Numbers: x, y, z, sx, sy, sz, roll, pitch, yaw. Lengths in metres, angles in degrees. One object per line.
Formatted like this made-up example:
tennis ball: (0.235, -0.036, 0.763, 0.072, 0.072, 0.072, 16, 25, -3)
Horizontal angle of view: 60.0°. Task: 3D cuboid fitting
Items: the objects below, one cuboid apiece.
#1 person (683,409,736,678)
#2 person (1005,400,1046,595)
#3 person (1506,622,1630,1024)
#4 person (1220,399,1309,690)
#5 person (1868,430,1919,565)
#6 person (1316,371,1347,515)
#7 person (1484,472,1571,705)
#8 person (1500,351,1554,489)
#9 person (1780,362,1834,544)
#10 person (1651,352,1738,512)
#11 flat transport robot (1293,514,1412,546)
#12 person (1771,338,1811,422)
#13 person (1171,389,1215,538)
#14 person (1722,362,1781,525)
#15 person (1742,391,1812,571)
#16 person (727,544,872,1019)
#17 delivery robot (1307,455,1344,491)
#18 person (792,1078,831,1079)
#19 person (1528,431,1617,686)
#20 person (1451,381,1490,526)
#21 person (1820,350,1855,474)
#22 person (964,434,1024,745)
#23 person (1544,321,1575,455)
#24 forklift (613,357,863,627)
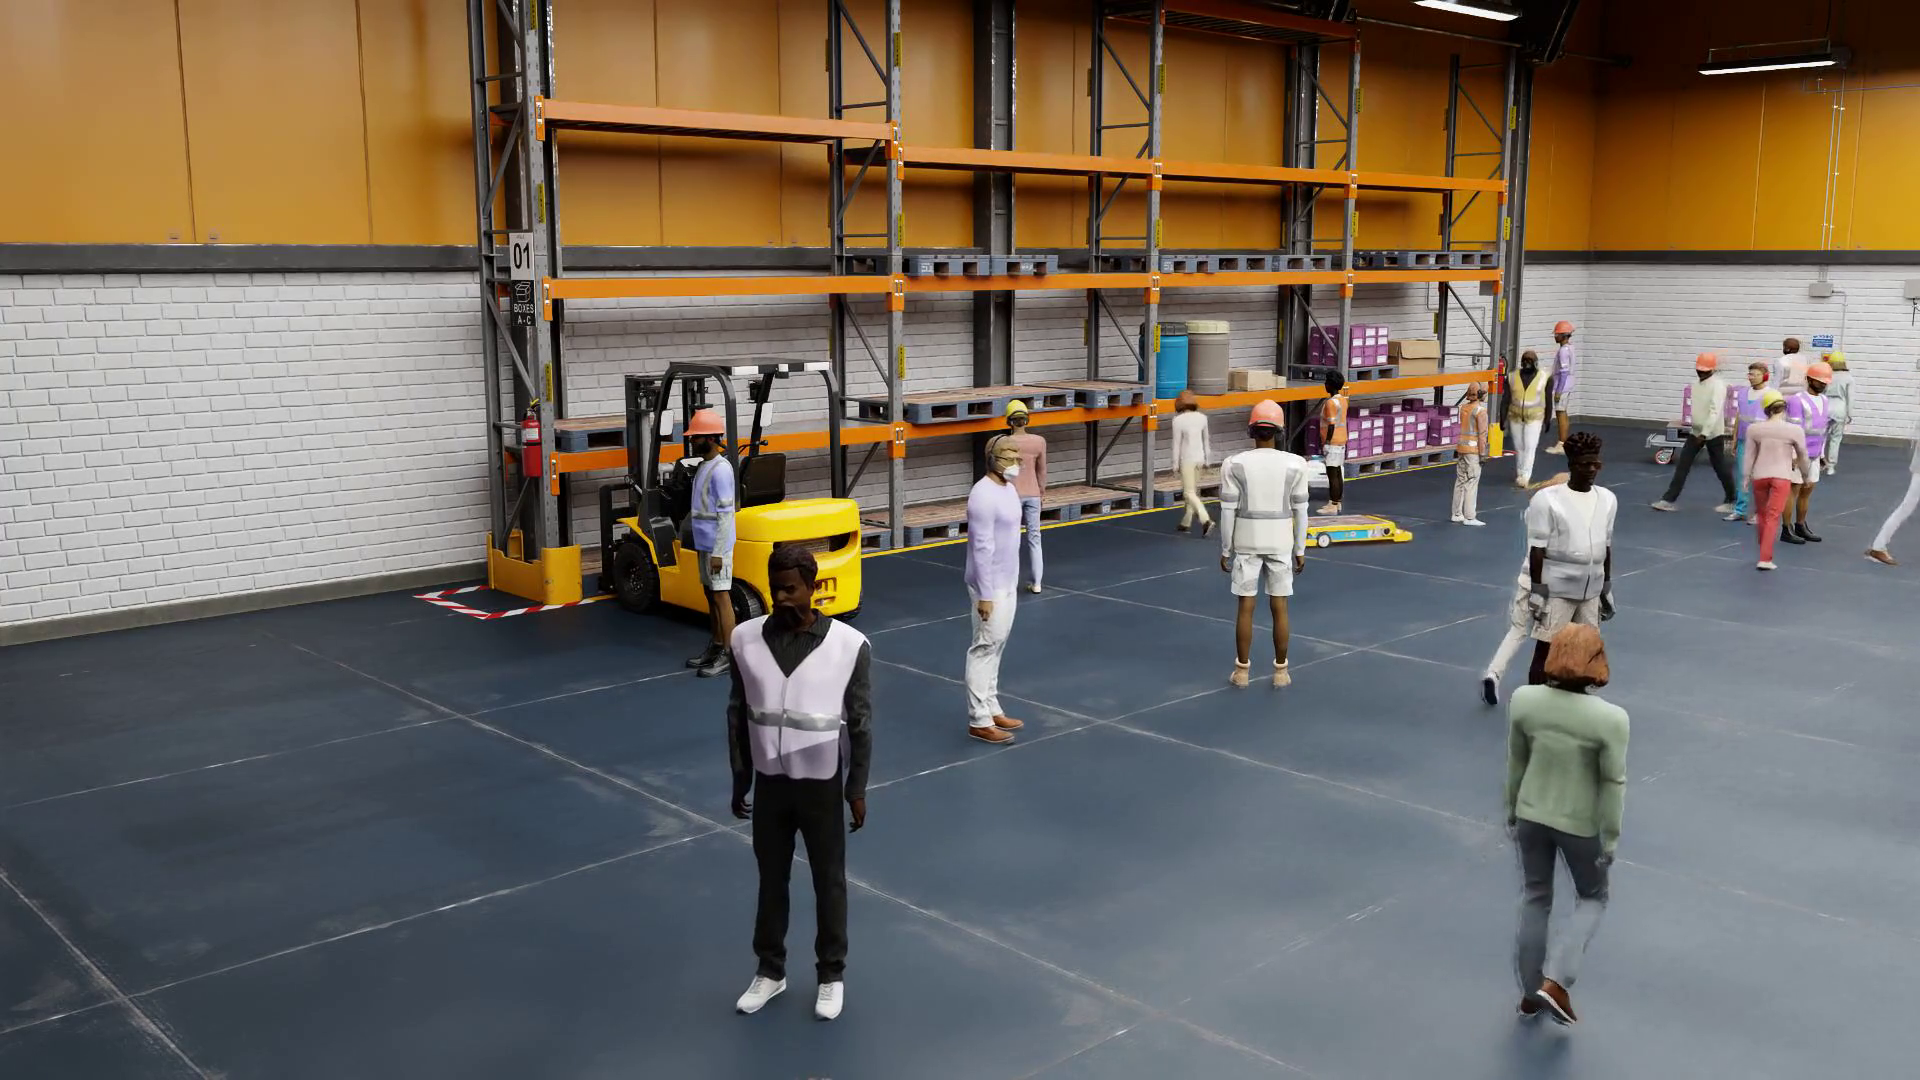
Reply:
person: (-1.807, 0.022, 12.052, 0.354, 1.939, 0.544, -4, 11, -22)
person: (0.524, -0.371, 14.880, 0.523, 1.759, 0.333, -4, 11, -24)
person: (2.370, 1.121, 6.555, 0.506, 1.622, 0.373, 9, 13, 43)
person: (2.118, 0.039, 11.643, 0.607, 2.044, 0.376, 1, 10, 6)
person: (9.475, -0.622, 16.230, 1.006, 1.799, 0.588, 7, 12, 37)
person: (4.382, -1.140, 19.561, 0.315, 1.696, 0.541, 5, 11, 26)
person: (3.904, 0.333, 11.198, 0.784, 1.602, 0.520, -6, 12, -33)
person: (7.463, -1.599, 21.982, 0.639, 1.792, 0.937, 6, 12, 34)
person: (8.989, -0.921, 17.607, 0.542, 1.927, 0.379, -5, 11, -28)
person: (8.803, -1.261, 19.642, 1.027, 1.927, 0.616, -2, 10, -13)
flat transport robot: (4.008, -0.109, 17.693, 1.431, 0.197, 0.652, -3, 10, -16)
person: (12.288, -2.105, 24.834, 0.661, 1.821, 0.683, -2, 10, -12)
person: (2.543, -0.832, 18.054, 0.537, 1.622, 0.623, -7, 12, -37)
person: (9.020, -1.095, 18.866, 0.379, 1.842, 0.570, -4, 11, -24)
person: (7.970, -0.589, 16.236, 0.549, 1.713, 0.847, 9, 13, 42)
person: (-0.638, 0.954, 6.655, 0.590, 1.919, 0.393, 2, 10, 13)
delivery robot: (4.405, -0.812, 20.704, 0.707, 0.478, 0.477, 0, 10, 0)
person: (-0.259, 1.726, 2.960, 0.280, 1.634, 0.498, -4, 11, -24)
person: (3.804, 0.298, 10.347, 0.600, 1.967, 0.368, -3, 10, -16)
person: (5.790, -0.977, 18.814, 0.317, 1.630, 0.510, -2, 10, -11)
person: (12.183, -1.775, 23.195, 0.484, 1.733, 0.352, 7, 12, 36)
person: (0.222, 0.298, 10.445, 0.371, 1.936, 0.629, 3, 10, 16)
person: (9.211, -2.331, 25.525, 0.378, 2.040, 0.614, 5, 11, 27)
forklift: (-1.847, -0.414, 13.852, 1.214, 2.155, 2.313, -9, 13, -42)
